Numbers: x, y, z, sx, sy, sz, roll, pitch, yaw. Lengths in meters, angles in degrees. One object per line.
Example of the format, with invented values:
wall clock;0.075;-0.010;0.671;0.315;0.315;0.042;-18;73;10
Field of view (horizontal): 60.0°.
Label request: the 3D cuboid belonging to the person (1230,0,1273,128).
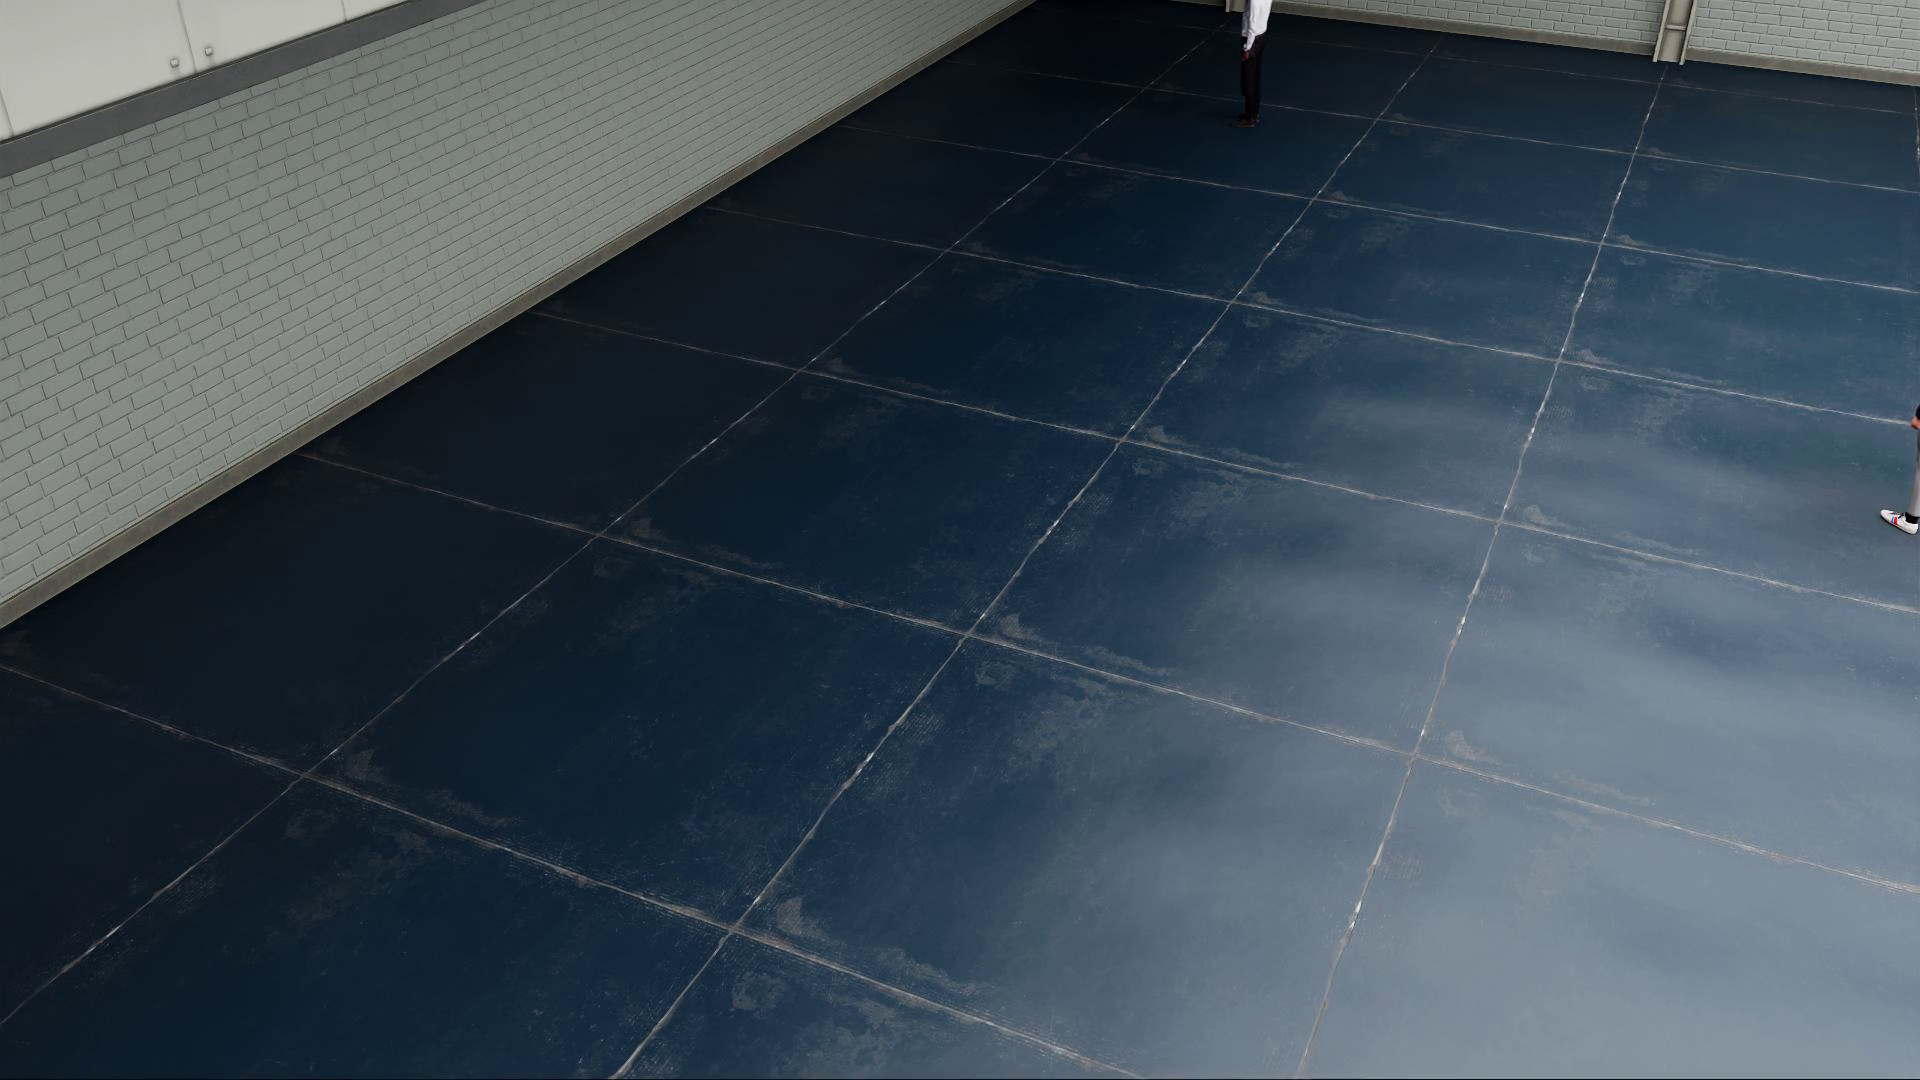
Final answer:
person;3.484;-5.853;19.773;0.528;1.835;0.655;16;36;24
